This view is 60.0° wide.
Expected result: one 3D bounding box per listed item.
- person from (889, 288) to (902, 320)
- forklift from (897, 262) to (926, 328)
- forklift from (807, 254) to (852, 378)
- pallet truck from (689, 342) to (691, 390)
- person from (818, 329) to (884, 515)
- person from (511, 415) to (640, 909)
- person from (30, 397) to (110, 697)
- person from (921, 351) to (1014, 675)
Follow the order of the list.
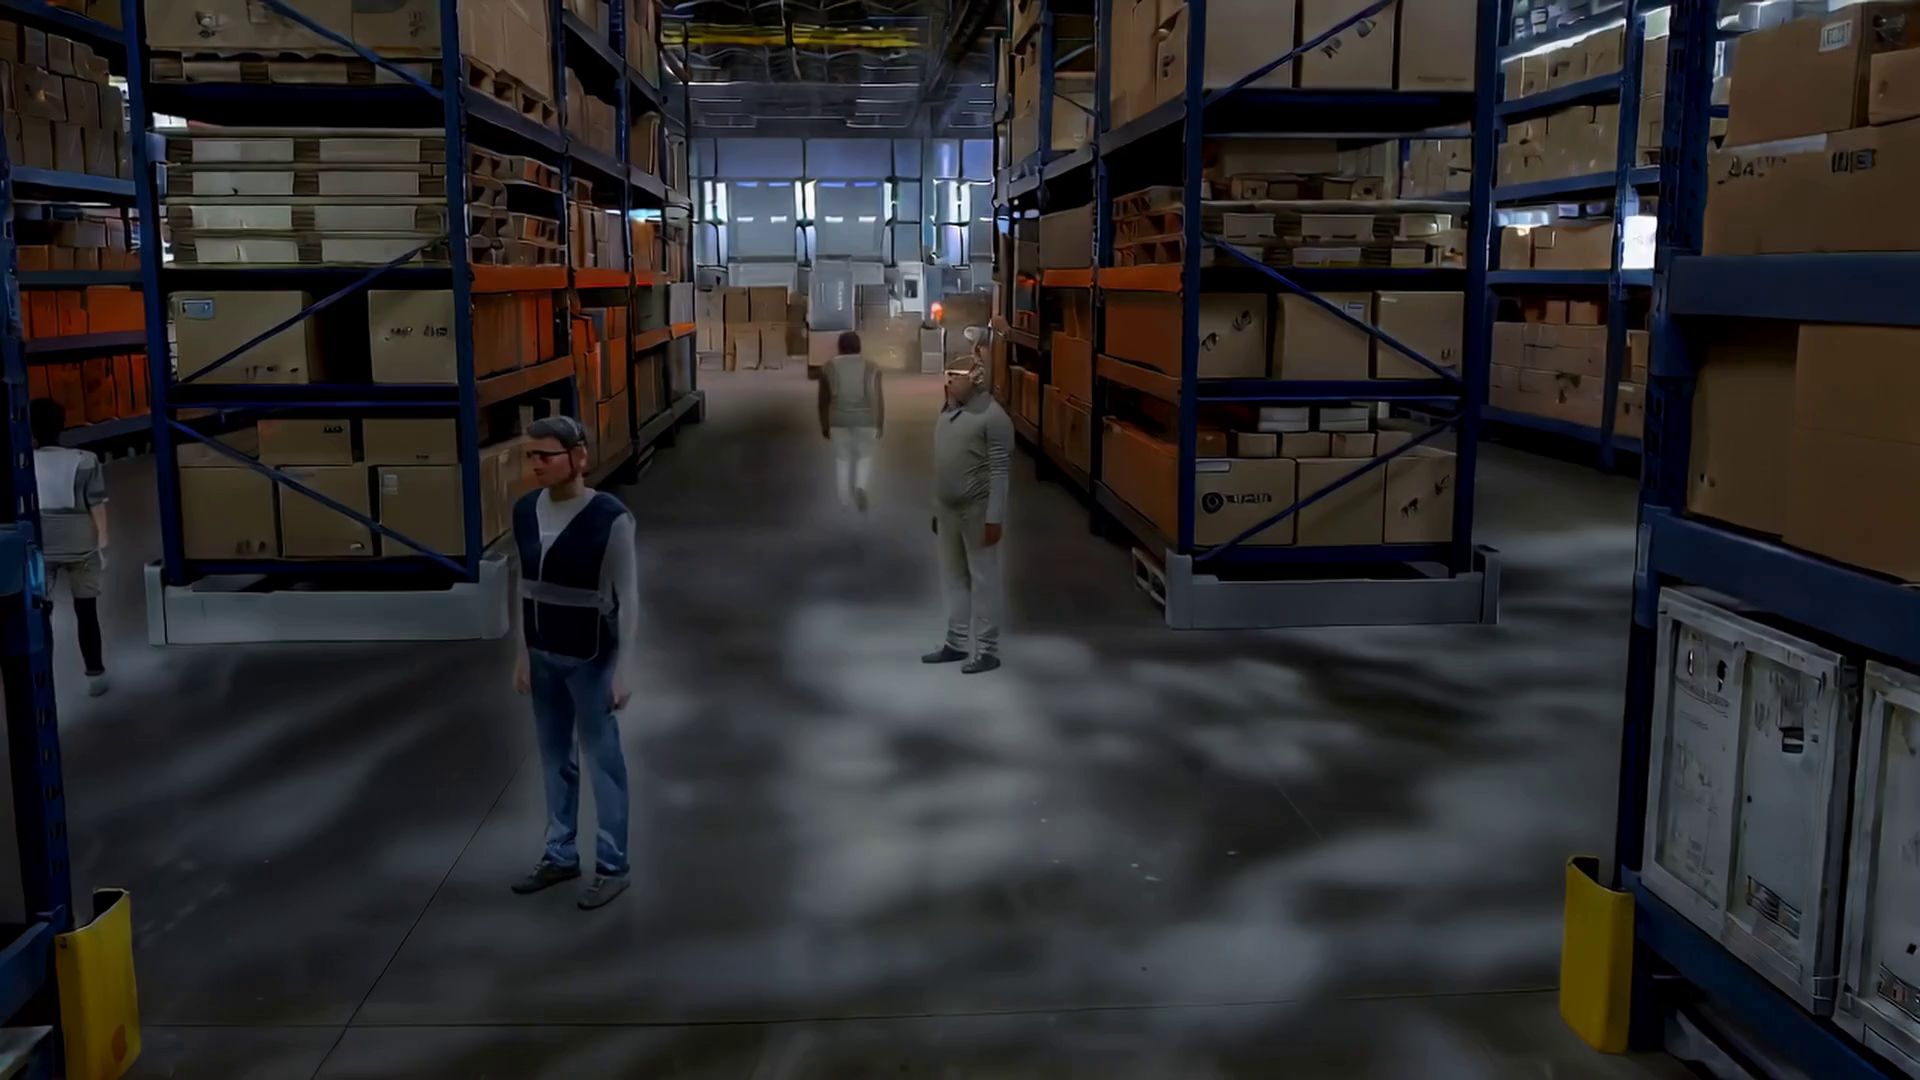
[{"bbox_3d":[-2.299,-7.826,57.973,0.636,1.928,0.383,4,10,22],"label":"person"},{"bbox_3d":[-1.780,-8.547,59.499,1.129,2.768,1.873,-1,9,-4],"label":"forklift"},{"bbox_3d":[-2.942,-5.145,38.138,1.129,2.768,1.873,-1,9,-4],"label":"forklift"},{"bbox_3d":[-5.225,-3.008,27.480,1.885,1.965,0.823,2,9,14],"label":"pallet truck"},{"bbox_3d":[-1.070,-1.156,16.389,0.656,1.825,0.450,0,9,-1],"label":"person"},{"bbox_3d":[-1.446,0.447,6.262,0.575,1.843,0.375,5,10,30],"label":"person"},{"bbox_3d":[-4.993,0.056,9.214,0.537,1.692,0.321,-5,10,-29],"label":"person"},{"bbox_3d":[0.030,-0.167,9.914,0.408,1.913,0.643,-7,12,-38],"label":"person"}]
